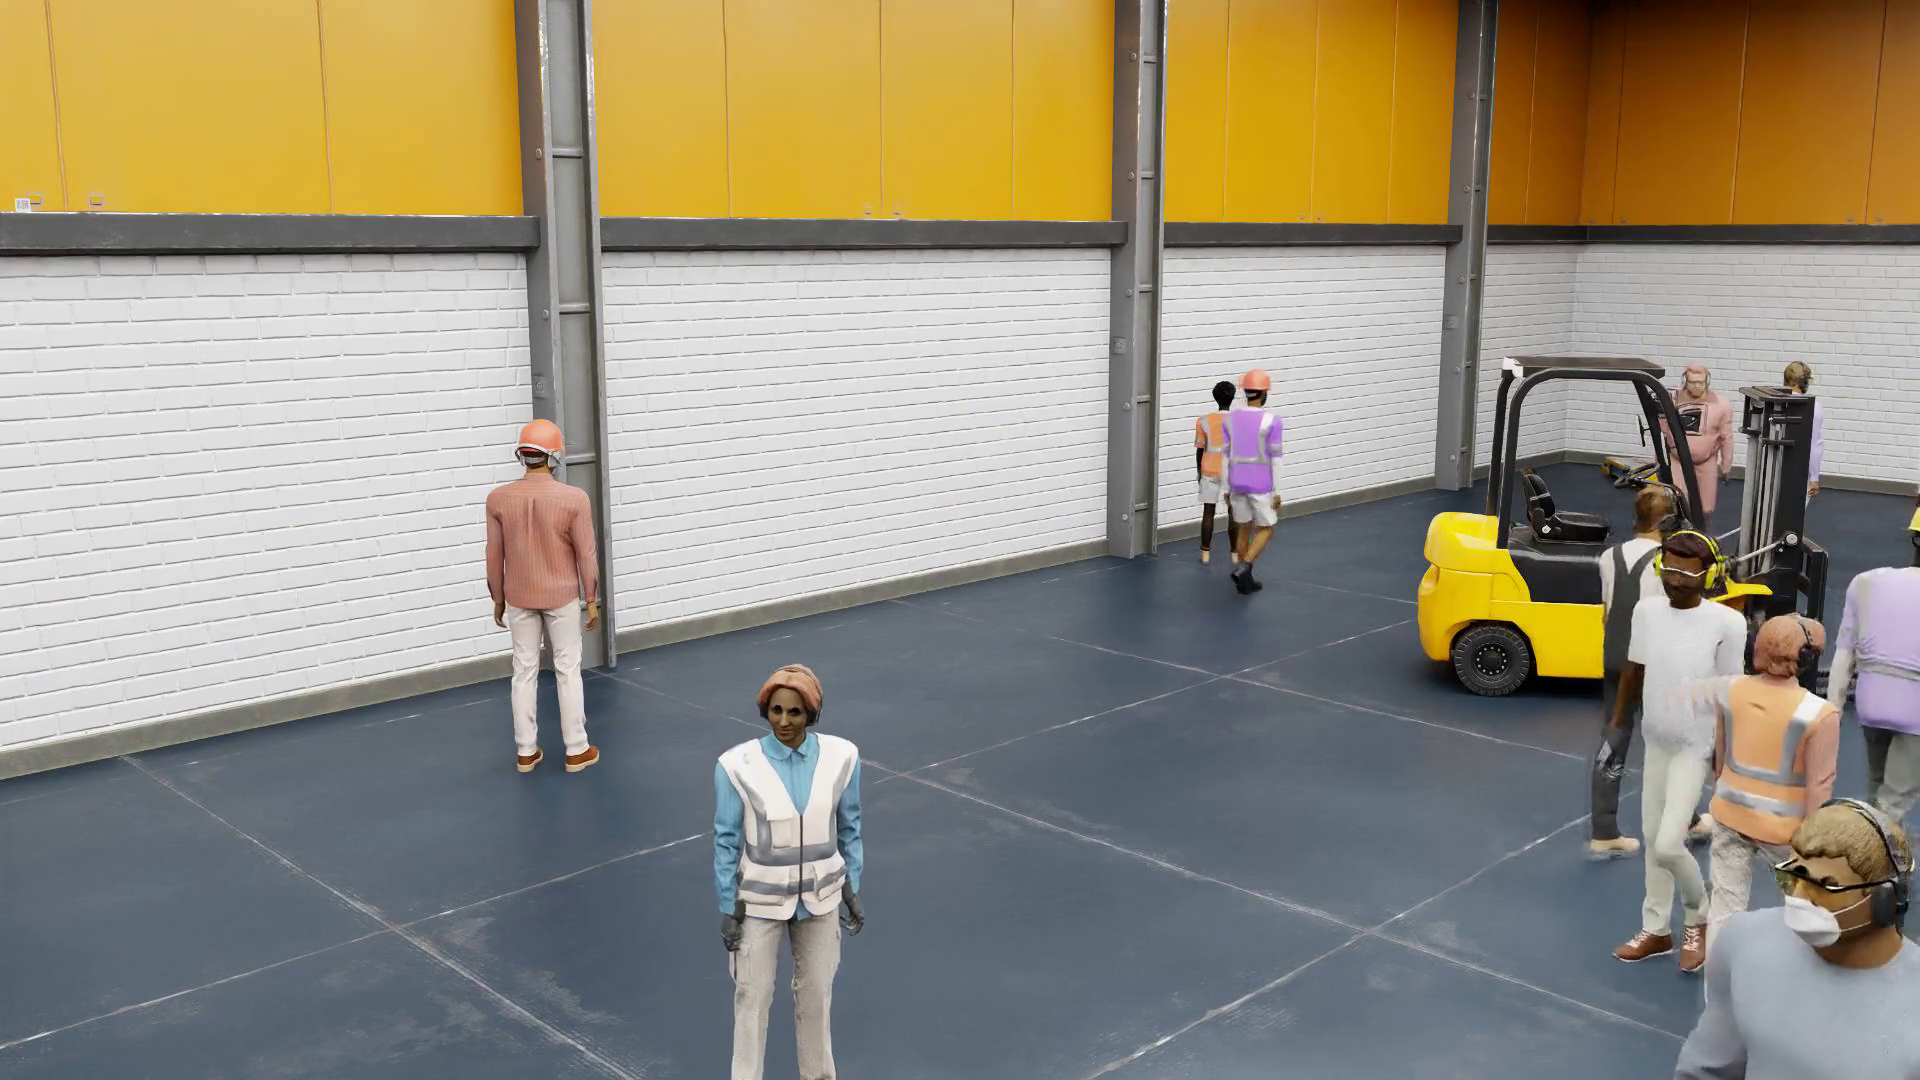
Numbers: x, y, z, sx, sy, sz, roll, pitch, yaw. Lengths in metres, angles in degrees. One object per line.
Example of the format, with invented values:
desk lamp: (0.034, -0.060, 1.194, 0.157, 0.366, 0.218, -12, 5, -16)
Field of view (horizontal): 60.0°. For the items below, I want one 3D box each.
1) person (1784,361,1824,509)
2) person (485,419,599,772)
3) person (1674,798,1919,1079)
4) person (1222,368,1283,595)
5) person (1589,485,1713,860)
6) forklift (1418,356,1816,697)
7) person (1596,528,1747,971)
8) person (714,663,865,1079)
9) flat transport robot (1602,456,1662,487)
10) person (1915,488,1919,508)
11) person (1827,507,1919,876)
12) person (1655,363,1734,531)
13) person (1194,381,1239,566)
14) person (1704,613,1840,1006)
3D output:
person: (7.124, -0.572, 14.345, 0.353, 1.936, 0.635, -5, 12, -27)
person: (-2.331, 0.315, 9.350, 0.623, 1.992, 0.396, 1, 10, 3)
person: (1.704, 1.445, 3.378, 0.442, 1.921, 0.641, -3, 11, -18)
person: (2.398, -0.461, 13.804, 0.544, 1.927, 0.552, 8, 13, 37)
person: (3.398, 0.636, 8.115, 0.882, 1.803, 0.534, -6, 12, -31)
forklift: (4.276, -0.101, 11.076, 2.313, 2.155, 1.214, 2, 11, 13)
person: (2.883, 0.858, 6.788, 0.385, 1.852, 0.562, -5, 11, -25)
person: (-0.558, 1.204, 5.483, 0.515, 1.636, 0.314, -5, 11, -23)
flat transport robot: (8.390, -0.847, 20.393, 0.652, 0.197, 1.431, 1, 10, 7)
person: (8.338, -0.446, 13.892, 0.704, 1.865, 0.442, -1, 10, -4)
person: (4.192, 0.749, 7.288, 0.939, 1.879, 0.590, -7, 12, -33)
person: (6.698, -0.693, 15.200, 0.661, 1.876, 0.669, 5, 11, 24)
person: (2.406, -0.608, 15.226, 0.535, 1.695, 0.320, 4, 11, 19)
person: (3.092, 1.067, 6.290, 0.623, 1.619, 0.519, -7, 12, -33)
